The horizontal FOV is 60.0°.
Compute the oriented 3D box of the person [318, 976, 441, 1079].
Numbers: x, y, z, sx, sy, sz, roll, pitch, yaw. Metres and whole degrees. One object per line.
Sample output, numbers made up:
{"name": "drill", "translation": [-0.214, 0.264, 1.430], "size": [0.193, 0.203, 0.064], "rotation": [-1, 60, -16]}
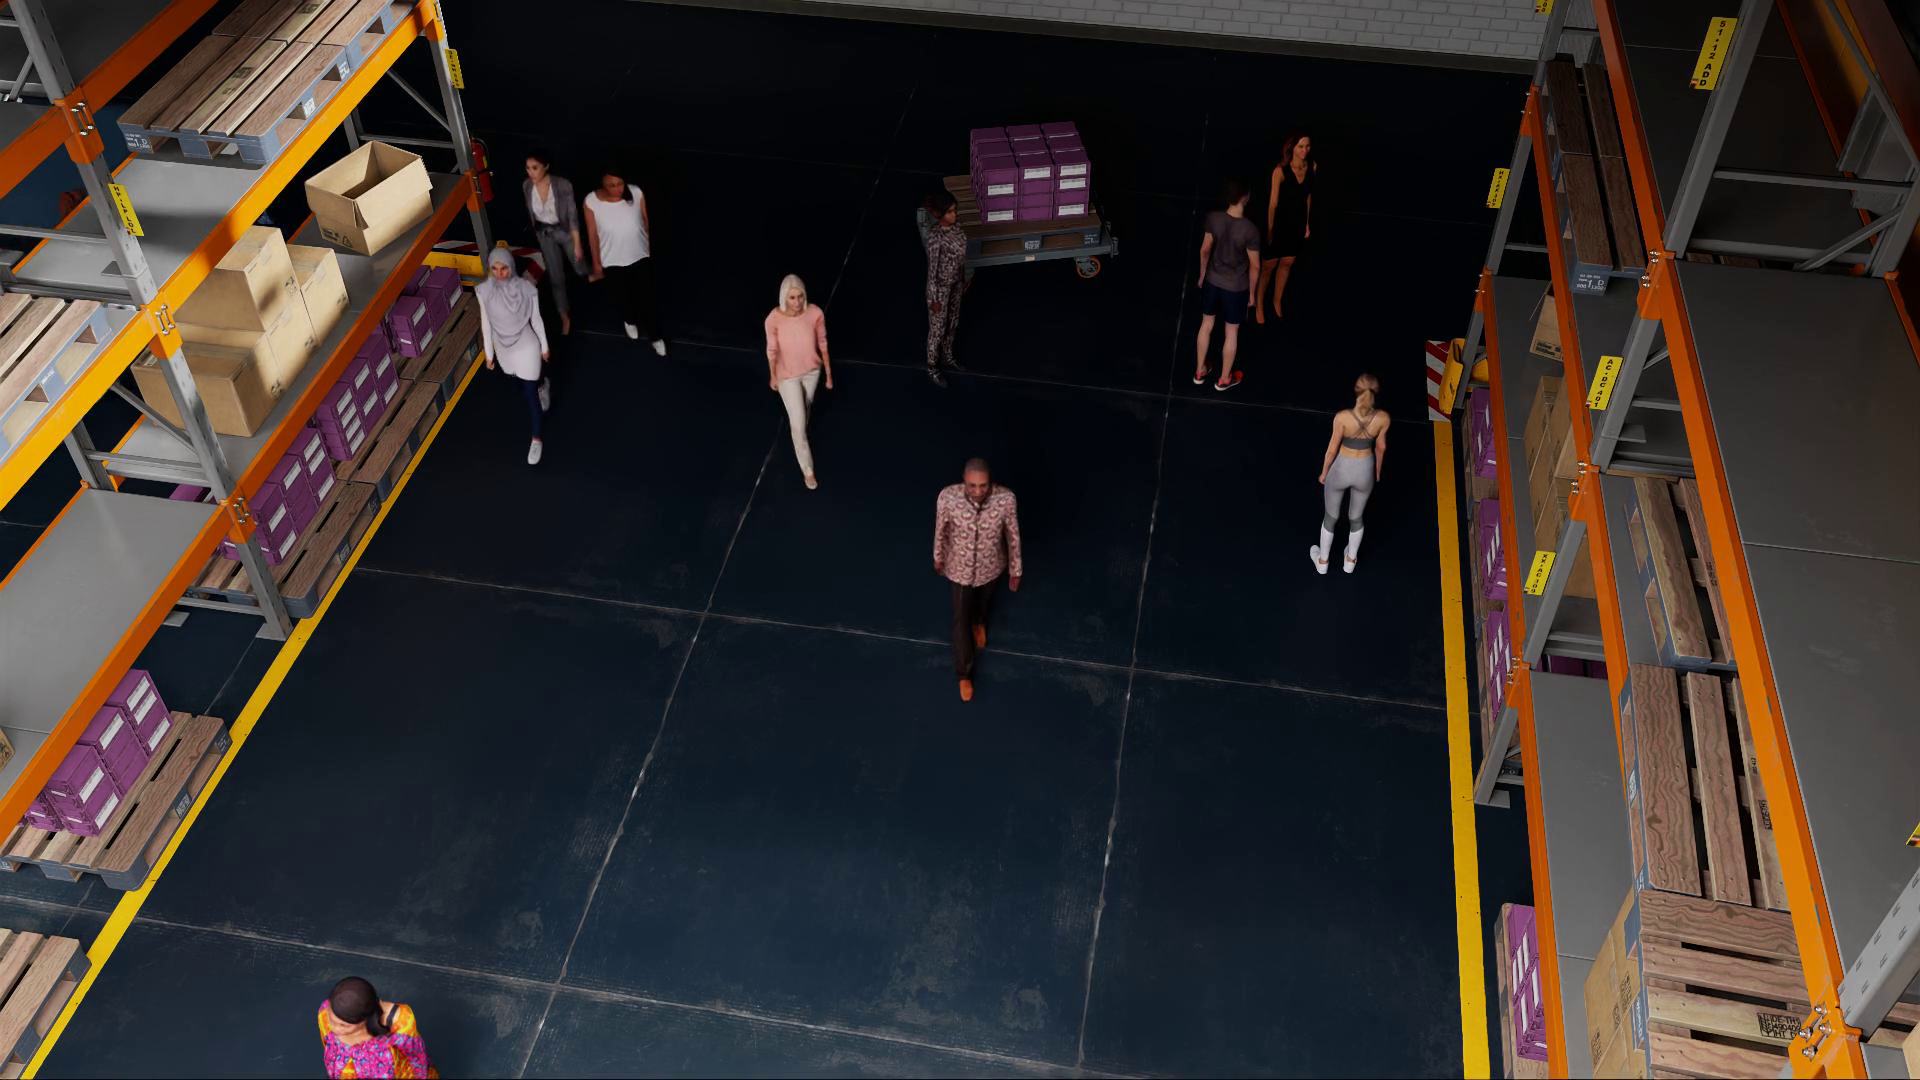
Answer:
{"name": "person", "translation": [-2.846, 2.631, 8.203], "size": [0.661, 1.689, 0.670], "rotation": [3, 44, 4]}

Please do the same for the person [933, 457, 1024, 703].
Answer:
{"name": "person", "translation": [0.104, 0.091, 10.814], "size": [0.922, 1.765, 1.221], "rotation": [-4, 44, -4]}

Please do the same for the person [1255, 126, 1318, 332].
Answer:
{"name": "person", "translation": [2.640, -2.522, 13.507], "size": [0.669, 1.835, 0.699], "rotation": [-18, 46, -18]}

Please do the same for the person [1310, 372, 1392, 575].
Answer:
{"name": "person", "translation": [2.685, -0.451, 11.427], "size": [0.602, 1.704, 0.560], "rotation": [0, 44, 0]}

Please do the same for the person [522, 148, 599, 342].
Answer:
{"name": "person", "translation": [-3.237, -2.494, 13.614], "size": [0.632, 1.645, 1.043], "rotation": [5, 44, 5]}

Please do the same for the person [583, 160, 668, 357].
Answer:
{"name": "person", "translation": [-2.726, -2.351, 13.449], "size": [0.899, 1.667, 1.024], "rotation": [-13, 45, -13]}

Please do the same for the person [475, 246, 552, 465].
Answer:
{"name": "person", "translation": [-3.301, -1.485, 12.479], "size": [0.651, 1.750, 1.071], "rotation": [5, 44, 5]}

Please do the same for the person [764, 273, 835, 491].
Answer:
{"name": "person", "translation": [-1.217, -1.292, 12.312], "size": [0.914, 1.703, 1.044], "rotation": [-17, 46, -17]}

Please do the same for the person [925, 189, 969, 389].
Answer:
{"name": "person", "translation": [-0.111, -1.985, 13.031], "size": [0.730, 1.714, 0.634], "rotation": [28, 50, 26]}

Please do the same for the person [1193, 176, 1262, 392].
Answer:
{"name": "person", "translation": [2.067, -1.988, 12.934], "size": [0.725, 1.851, 0.690], "rotation": [24, 49, 23]}
